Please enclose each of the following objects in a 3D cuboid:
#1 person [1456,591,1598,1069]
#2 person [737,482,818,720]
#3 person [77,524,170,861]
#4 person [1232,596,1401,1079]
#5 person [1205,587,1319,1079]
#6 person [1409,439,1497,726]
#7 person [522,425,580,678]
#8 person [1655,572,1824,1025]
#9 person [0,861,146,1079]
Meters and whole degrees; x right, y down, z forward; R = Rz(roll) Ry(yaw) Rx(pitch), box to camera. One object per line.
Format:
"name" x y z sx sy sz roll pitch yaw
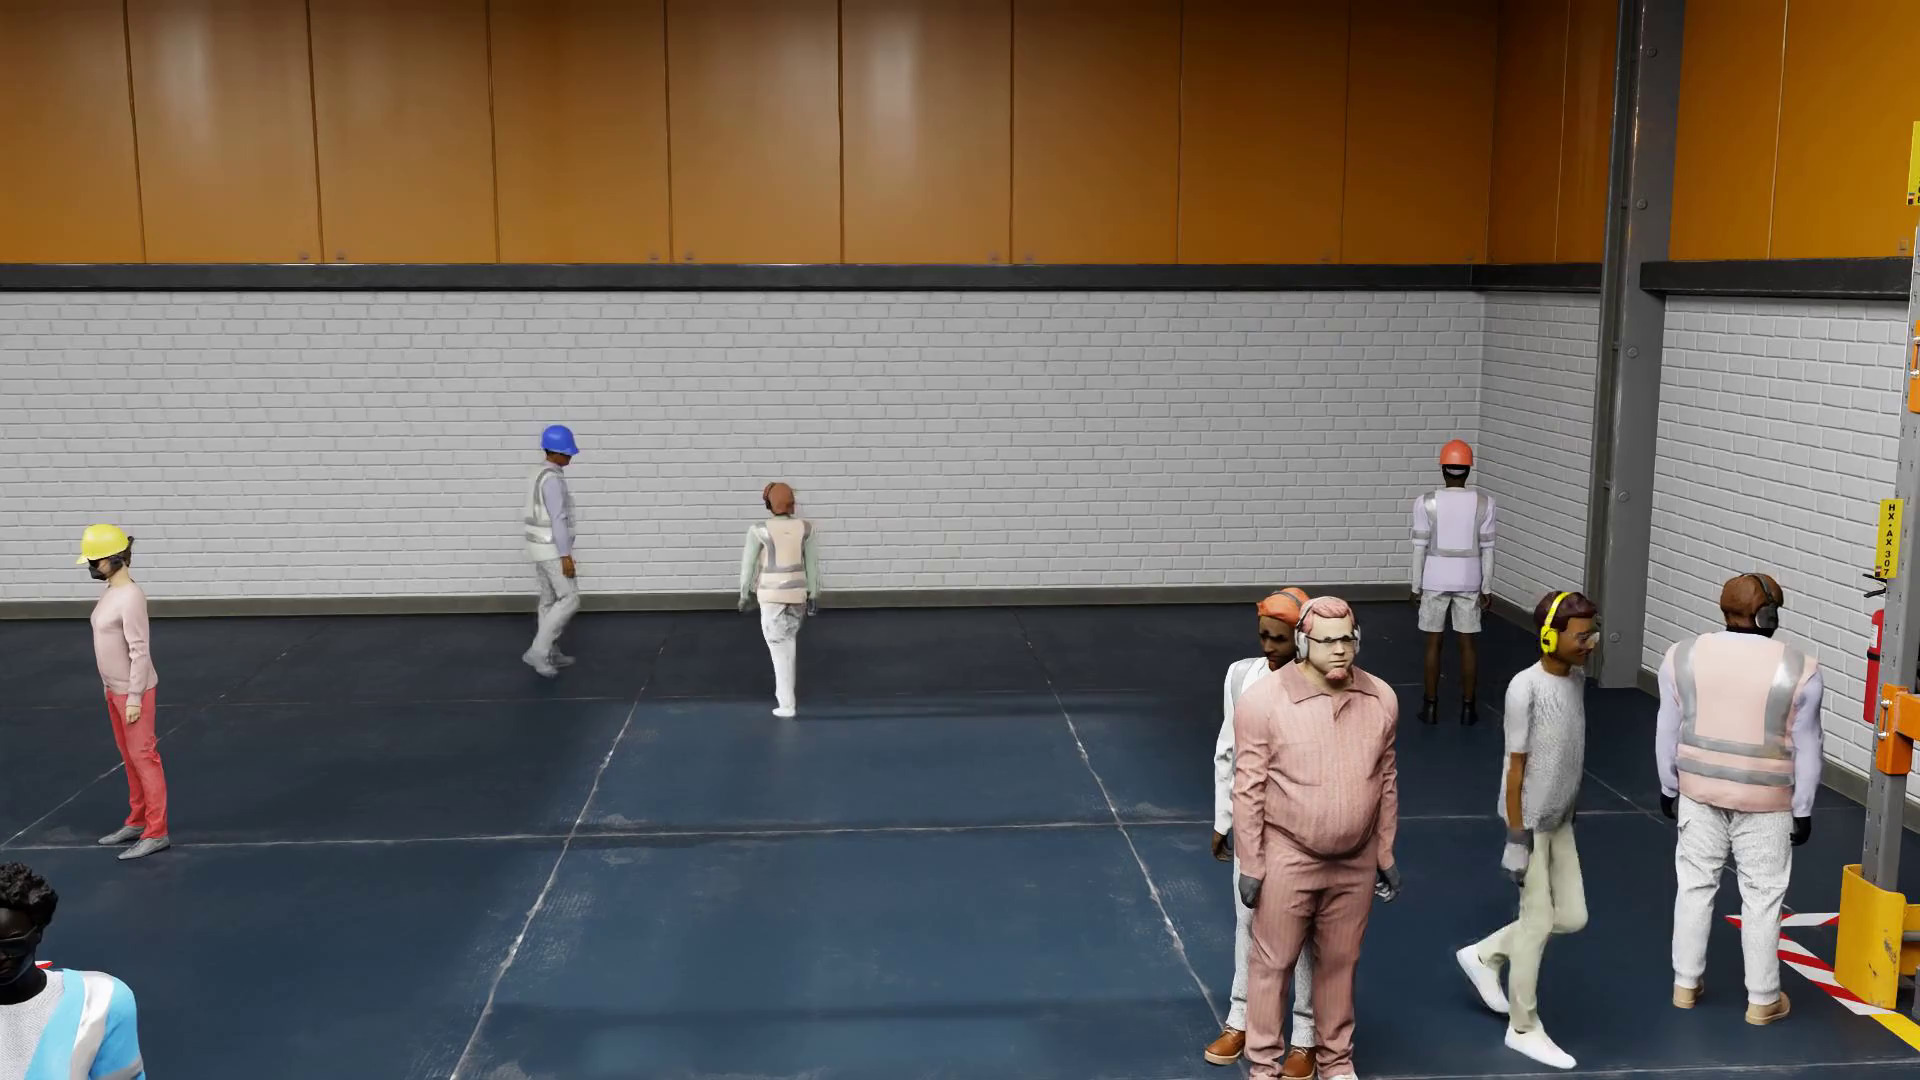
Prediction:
"person" 2.211 1.093 6.469 0.522 1.852 0.501 -7 12 -39
"person" -1.289 0.406 11.524 0.518 1.613 0.706 -6 11 -35
"person" -4.374 0.784 8.684 0.326 1.760 0.524 -8 12 -40
"person" 1.291 1.142 5.965 0.638 1.910 0.407 -2 9 -14
"person" 1.210 1.102 6.280 0.574 1.887 0.355 7 11 37
"person" 3.319 0.287 11.244 0.551 1.932 0.378 2 9 10
"person" -3.077 0.087 12.557 0.447 1.923 0.699 -3 10 -21
"person" 3.170 1.044 6.797 0.624 1.841 0.430 7 12 38
"person" -2.193 1.572 3.916 0.529 1.697 0.321 -4 10 -25
